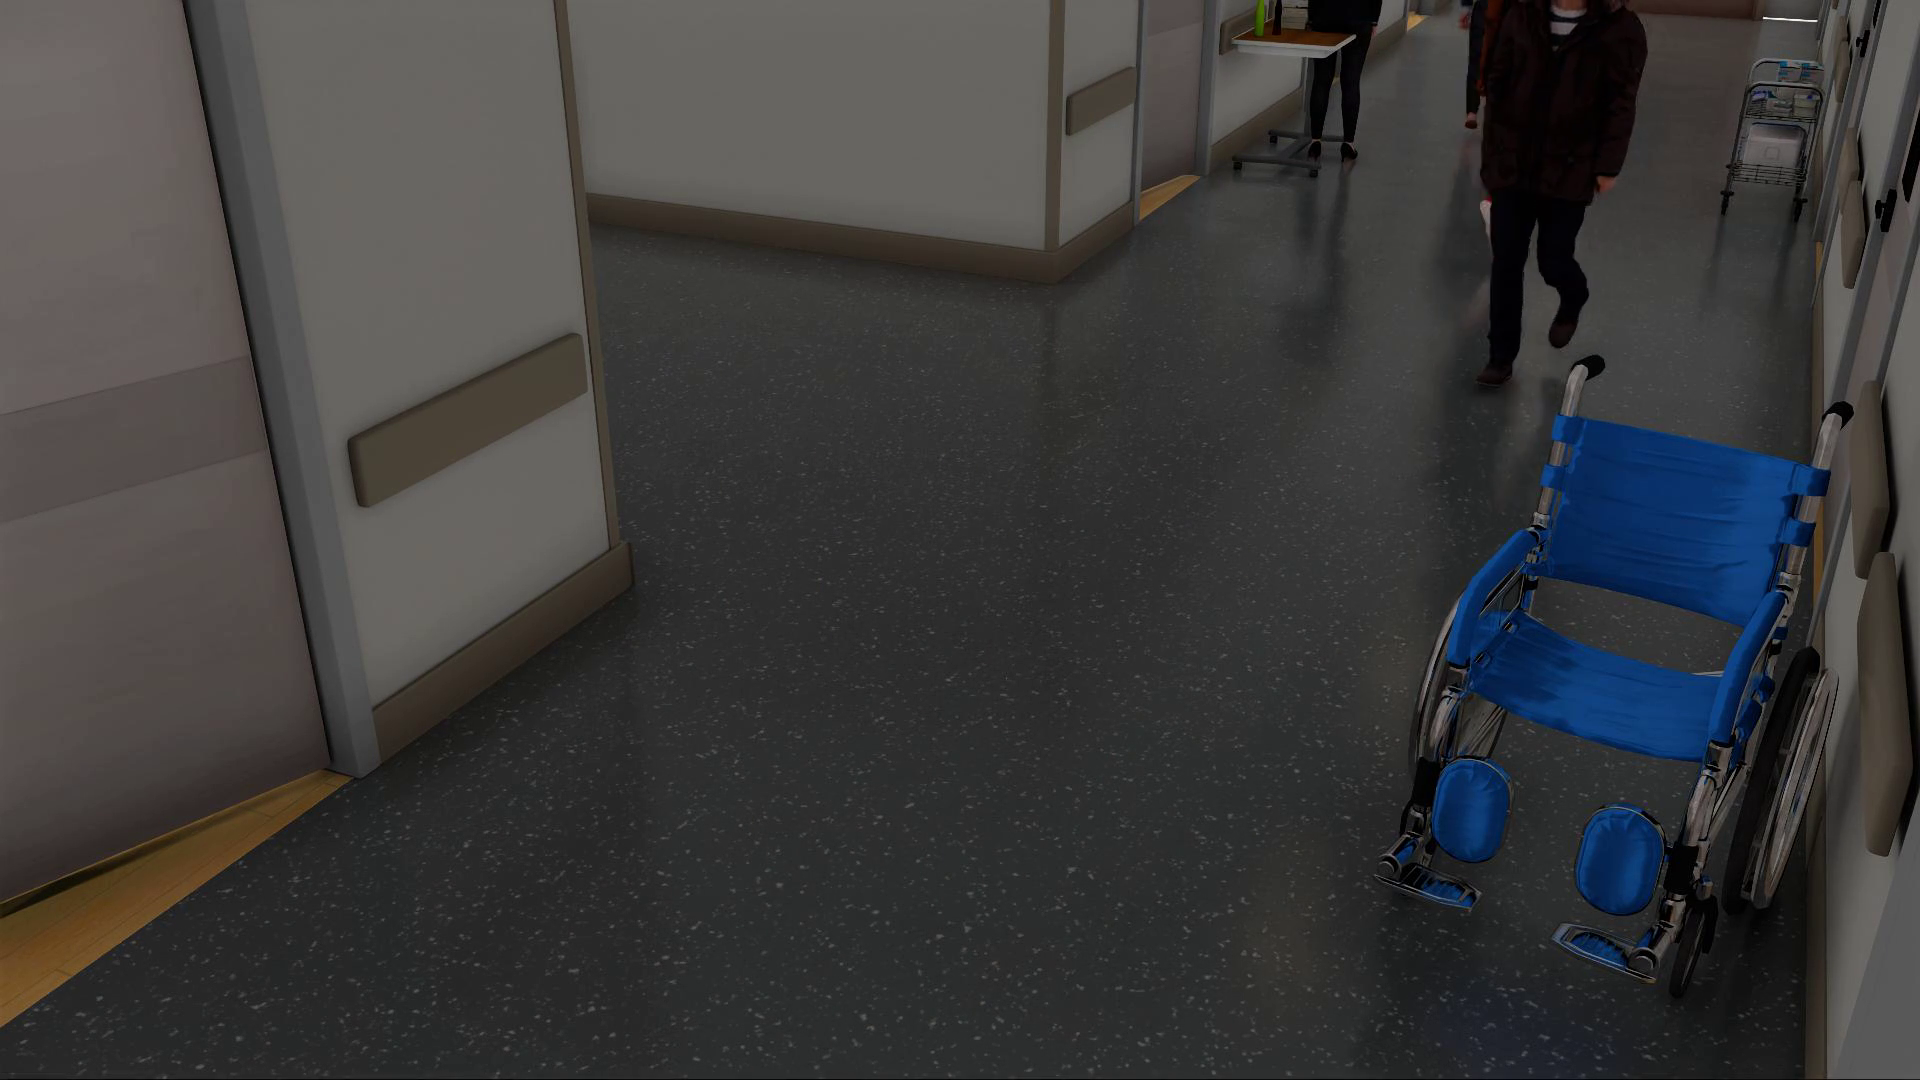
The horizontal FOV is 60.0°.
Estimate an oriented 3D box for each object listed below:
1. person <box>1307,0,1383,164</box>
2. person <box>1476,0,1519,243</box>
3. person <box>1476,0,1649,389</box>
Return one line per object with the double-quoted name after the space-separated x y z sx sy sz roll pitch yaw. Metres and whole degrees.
2.409 -3.244 10.487 0.639 1.685 0.591 8 27 17 "person"
2.881 -2.387 8.578 0.856 1.800 1.078 22 33 37 "person"
2.427 -1.549 6.804 0.880 1.831 1.058 19 31 34 "person"
